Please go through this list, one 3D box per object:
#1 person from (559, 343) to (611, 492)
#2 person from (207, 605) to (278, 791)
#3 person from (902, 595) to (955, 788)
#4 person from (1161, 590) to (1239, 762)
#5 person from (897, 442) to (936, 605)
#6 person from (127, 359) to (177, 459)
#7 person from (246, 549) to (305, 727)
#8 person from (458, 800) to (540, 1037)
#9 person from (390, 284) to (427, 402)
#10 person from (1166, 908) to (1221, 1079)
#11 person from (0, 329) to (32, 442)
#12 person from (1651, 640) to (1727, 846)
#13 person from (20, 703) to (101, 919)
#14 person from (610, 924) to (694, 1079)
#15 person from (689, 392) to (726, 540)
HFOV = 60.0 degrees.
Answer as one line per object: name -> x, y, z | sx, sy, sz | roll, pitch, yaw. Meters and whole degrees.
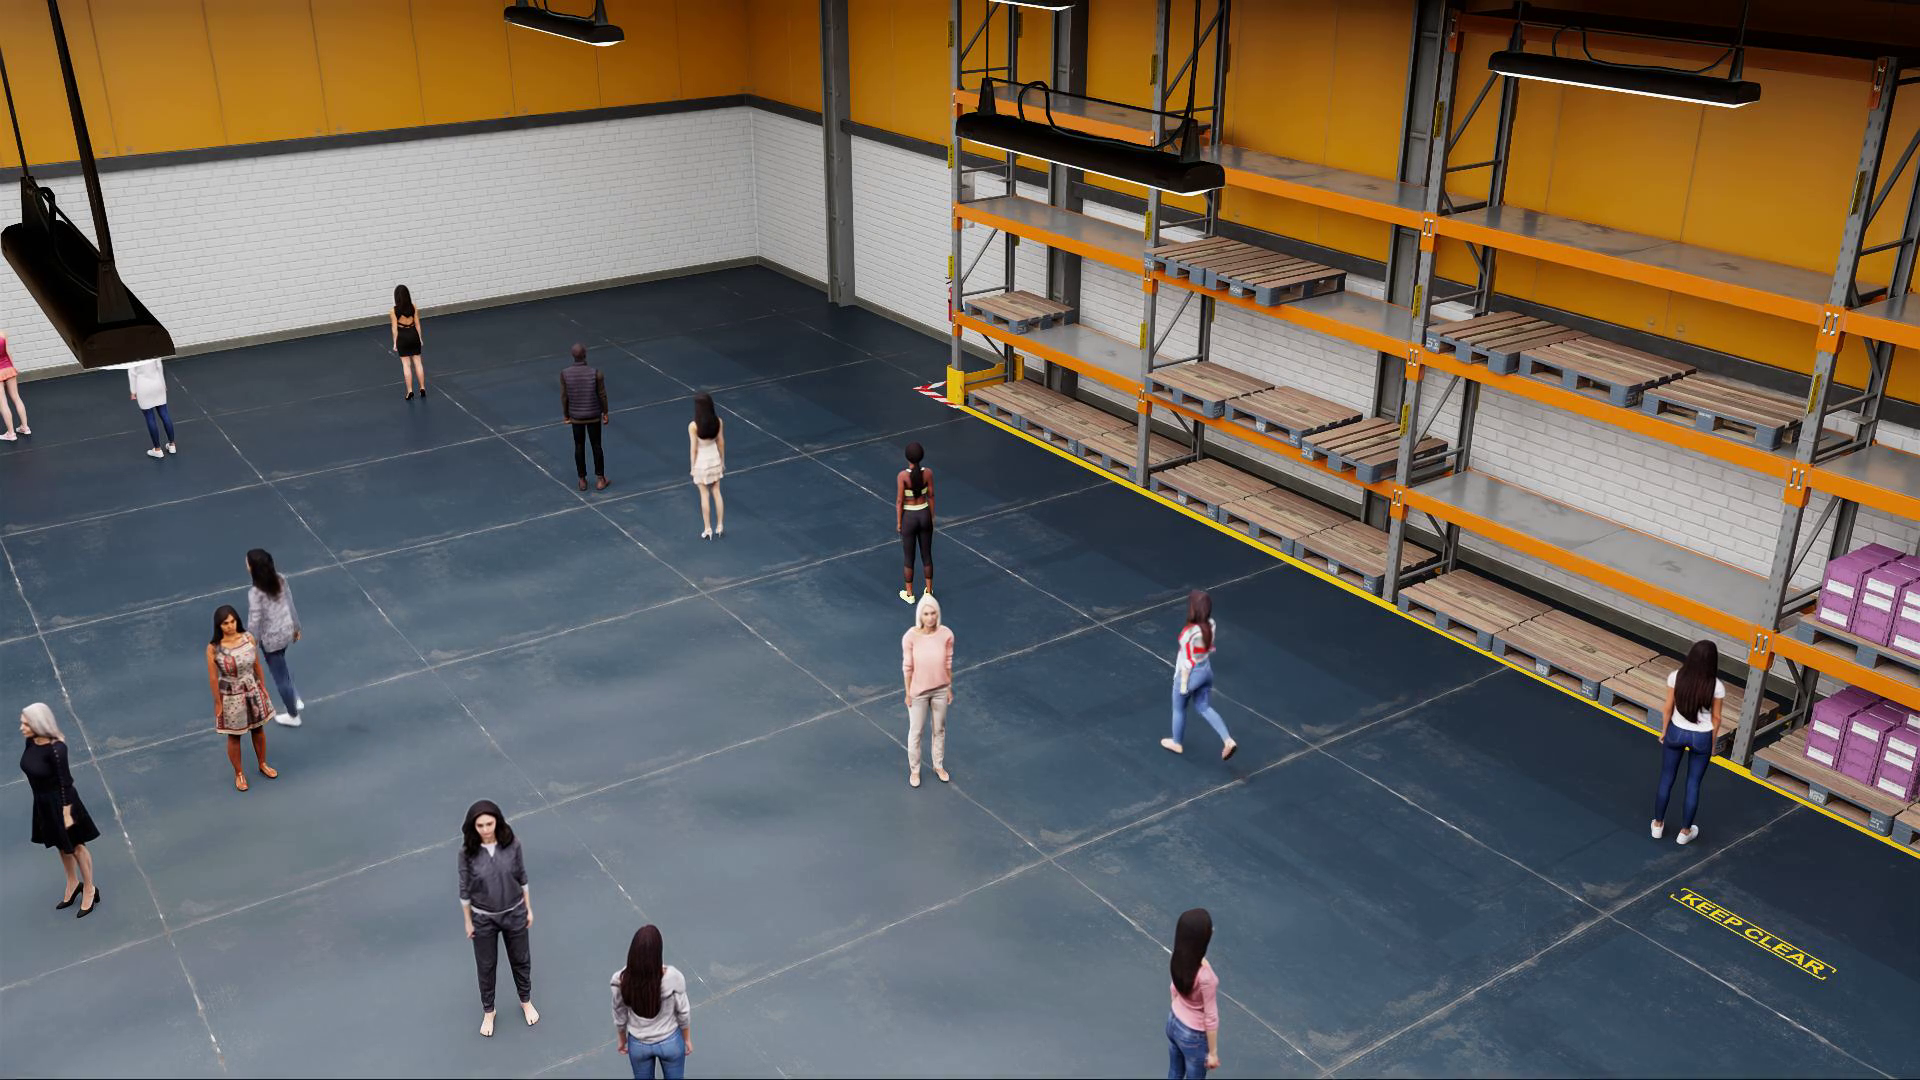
person -> -4.549, -1.503, 20.178 | 0.776, 1.835, 0.774 | -1, 24, -2
person -> -6.063, 1.294, 14.016 | 0.598, 1.644, 0.692 | 21, 31, 39
person -> -0.267, 1.248, 14.021 | 0.663, 1.725, 0.632 | -7, 24, -15
person -> 2.089, 1.197, 14.301 | 1.021, 1.594, 0.712 | 21, 31, 40
person -> -0.449, -0.183, 17.256 | 0.616, 1.755, 0.605 | -7, 25, -16
person -> -10.352, -1.935, 21.240 | 0.624, 1.775, 0.662 | 18, 30, 36
person -> -6.044, 0.884, 14.854 | 0.796, 1.724, 0.764 | 9, 25, 19
person -> -3.089, 2.492, 11.126 | 0.642, 1.764, 0.581 | -9, 25, -21
person -> -7.729, -2.772, 23.311 | 0.555, 1.650, 0.469 | -15, 28, -31
person -> 1.388, 2.969, 10.064 | 0.668, 1.742, 0.500 | -10, 26, -22
person -> -12.602, -2.194, 21.859 | 0.710, 1.753, 0.665 | 8, 25, 17
person -> 5.769, 1.592, 13.171 | 0.573, 1.775, 0.713 | 15, 28, 31
person -> -6.685, 1.985, 12.308 | 0.641, 1.747, 0.746 | 13, 27, 26
person -> -1.841, 3.039, 10.041 | 0.682, 1.631, 0.684 | -2, 24, -4
person -> -2.844, -0.835, 18.768 | 0.574, 1.739, 0.527 | -14, 27, -29
